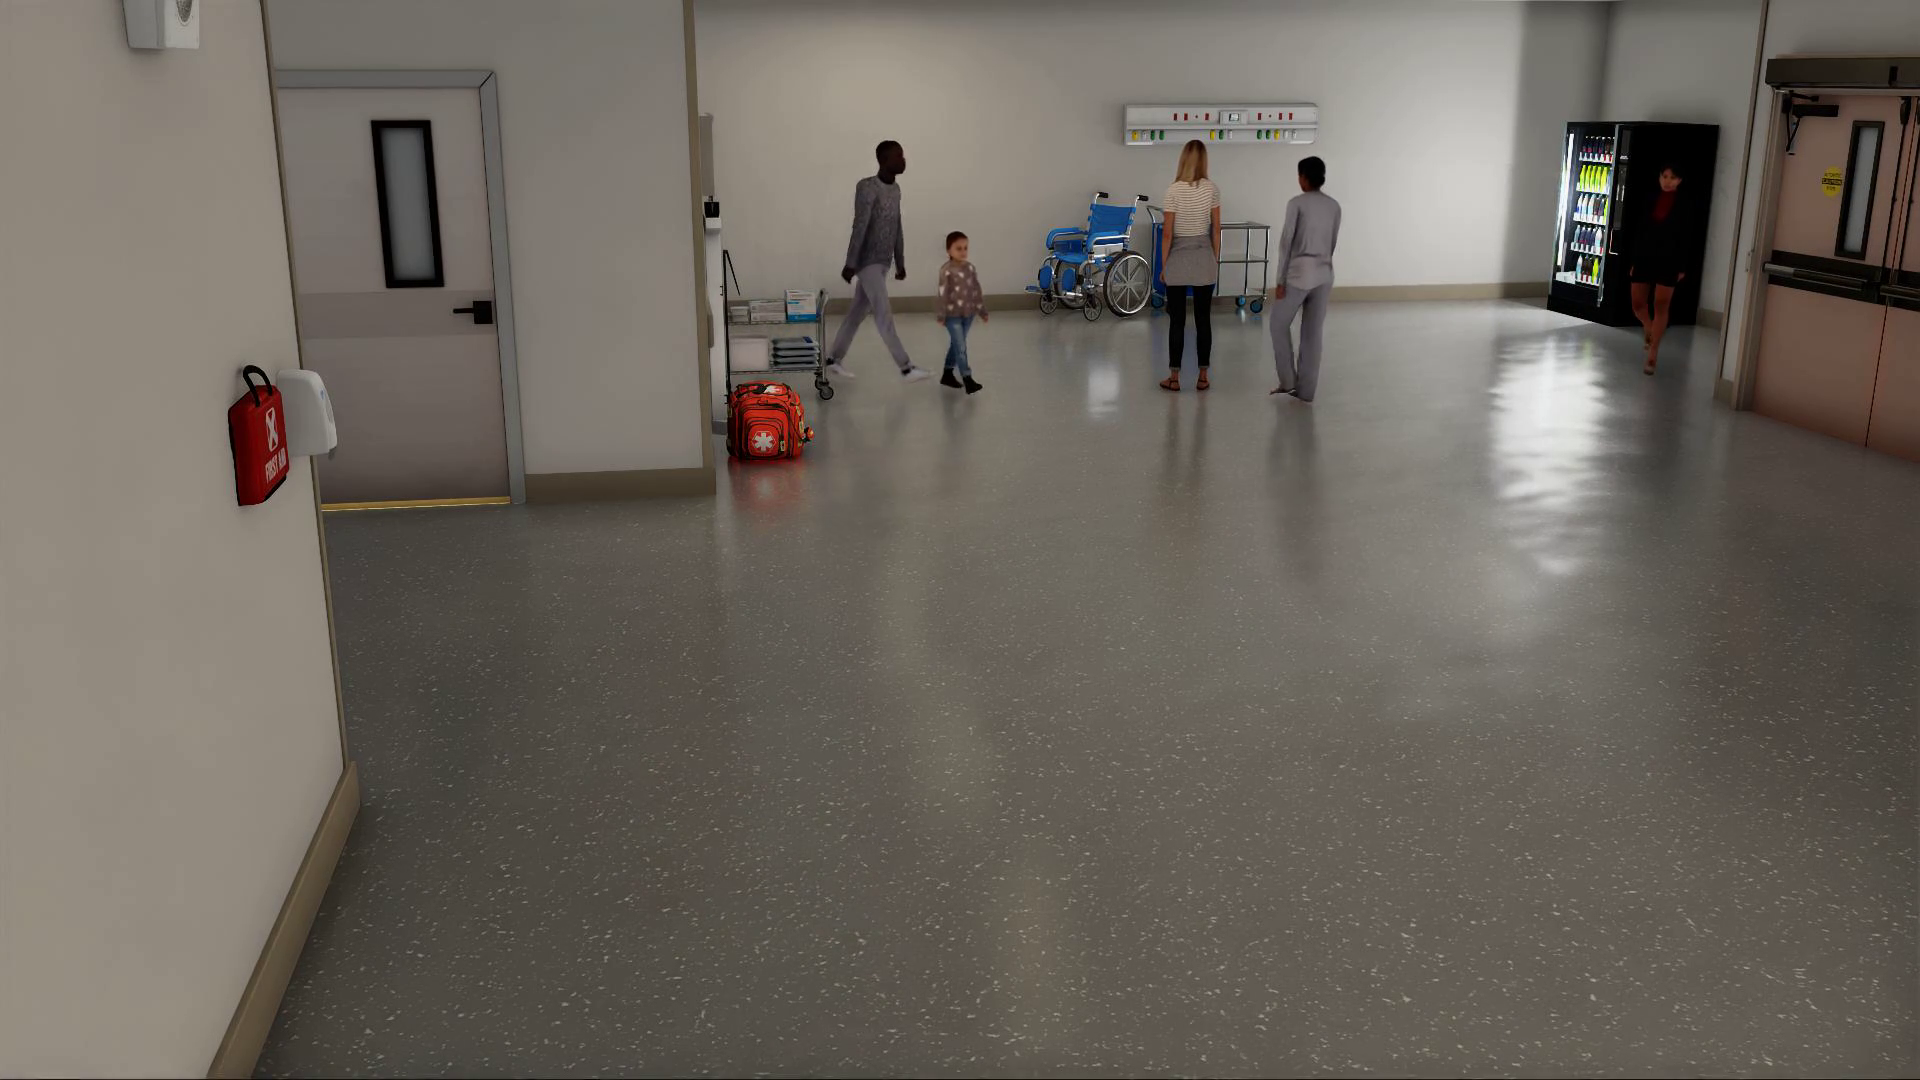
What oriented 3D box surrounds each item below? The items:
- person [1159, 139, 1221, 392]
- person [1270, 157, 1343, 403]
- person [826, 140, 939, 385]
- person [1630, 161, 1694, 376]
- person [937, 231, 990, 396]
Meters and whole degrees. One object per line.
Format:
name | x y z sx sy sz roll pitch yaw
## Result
person | 1.704 -2.019 12.272 0.604 1.827 0.535 -2 16 -6
person | 2.505 -1.826 11.798 0.718 1.712 0.684 -6 17 -19
person | -0.738 -2.023 12.387 1.158 1.771 1.263 6 17 20
person | 5.463 -2.118 12.997 0.821 1.624 0.875 12 19 35
person | -0.032 -1.661 12.217 0.692 1.167 0.878 -10 19 -33
